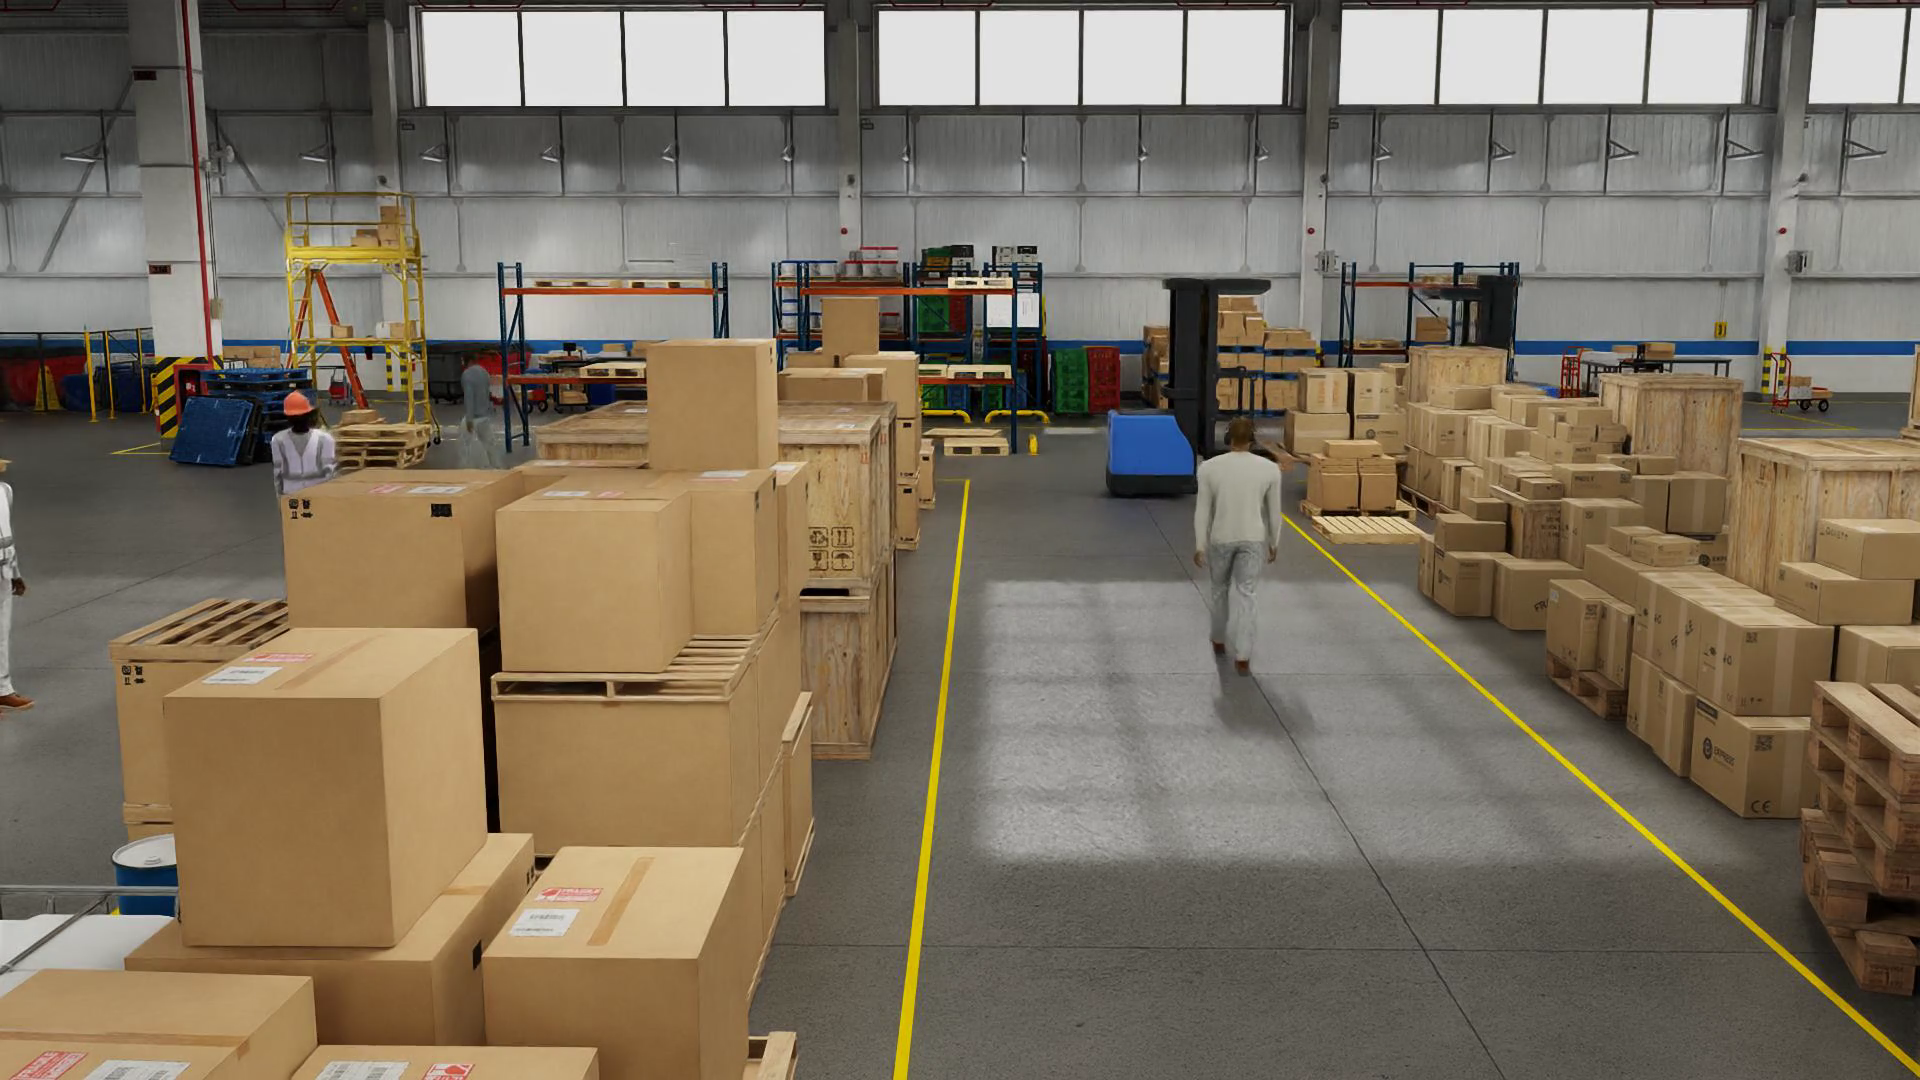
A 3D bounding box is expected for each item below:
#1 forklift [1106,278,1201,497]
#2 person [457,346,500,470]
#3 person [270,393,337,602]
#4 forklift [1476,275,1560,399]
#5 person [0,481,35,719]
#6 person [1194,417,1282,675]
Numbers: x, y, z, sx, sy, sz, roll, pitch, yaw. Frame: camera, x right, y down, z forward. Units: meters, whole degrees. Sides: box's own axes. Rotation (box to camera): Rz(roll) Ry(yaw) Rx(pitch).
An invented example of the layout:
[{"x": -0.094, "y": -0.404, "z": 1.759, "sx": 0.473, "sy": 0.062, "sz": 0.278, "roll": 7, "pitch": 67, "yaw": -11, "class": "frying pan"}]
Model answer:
[{"x": 2.884, "y": -2.007, "z": 21.659, "sx": 1.873, "sy": 2.768, "sz": 1.129, "roll": 0, "pitch": 9, "yaw": 1, "class": "forklift"}, {"x": -6.602, "y": -1.649, "z": 22.427, "sx": 0.868, "sy": 1.901, "sz": 0.653, "roll": 3, "pitch": 10, "yaw": 15, "class": "person"}, {"x": -5.770, "y": -0.341, "z": 14.647, "sx": 0.549, "sy": 1.887, "sz": 0.975, "roll": -3, "pitch": 10, "yaw": -15, "class": "person"}, {"x": 8.501, "y": -2.812, "z": 26.481, "sx": 1.873, "sy": 2.768, "sz": 1.129, "roll": 0, "pitch": 9, "yaw": 1, "class": "forklift"}, {"x": -6.495, "y": 0.254, "z": 11.098, "sx": 0.349, "sy": 1.882, "sz": 0.577, "roll": 2, "pitch": 10, "yaw": 11, "class": "person"}, {"x": 2.091, "y": 0.014, "z": 12.538, "sx": 0.657, "sy": 1.882, "sz": 1.018, "roll": 1, "pitch": 10, "yaw": 7, "class": "person"}]
